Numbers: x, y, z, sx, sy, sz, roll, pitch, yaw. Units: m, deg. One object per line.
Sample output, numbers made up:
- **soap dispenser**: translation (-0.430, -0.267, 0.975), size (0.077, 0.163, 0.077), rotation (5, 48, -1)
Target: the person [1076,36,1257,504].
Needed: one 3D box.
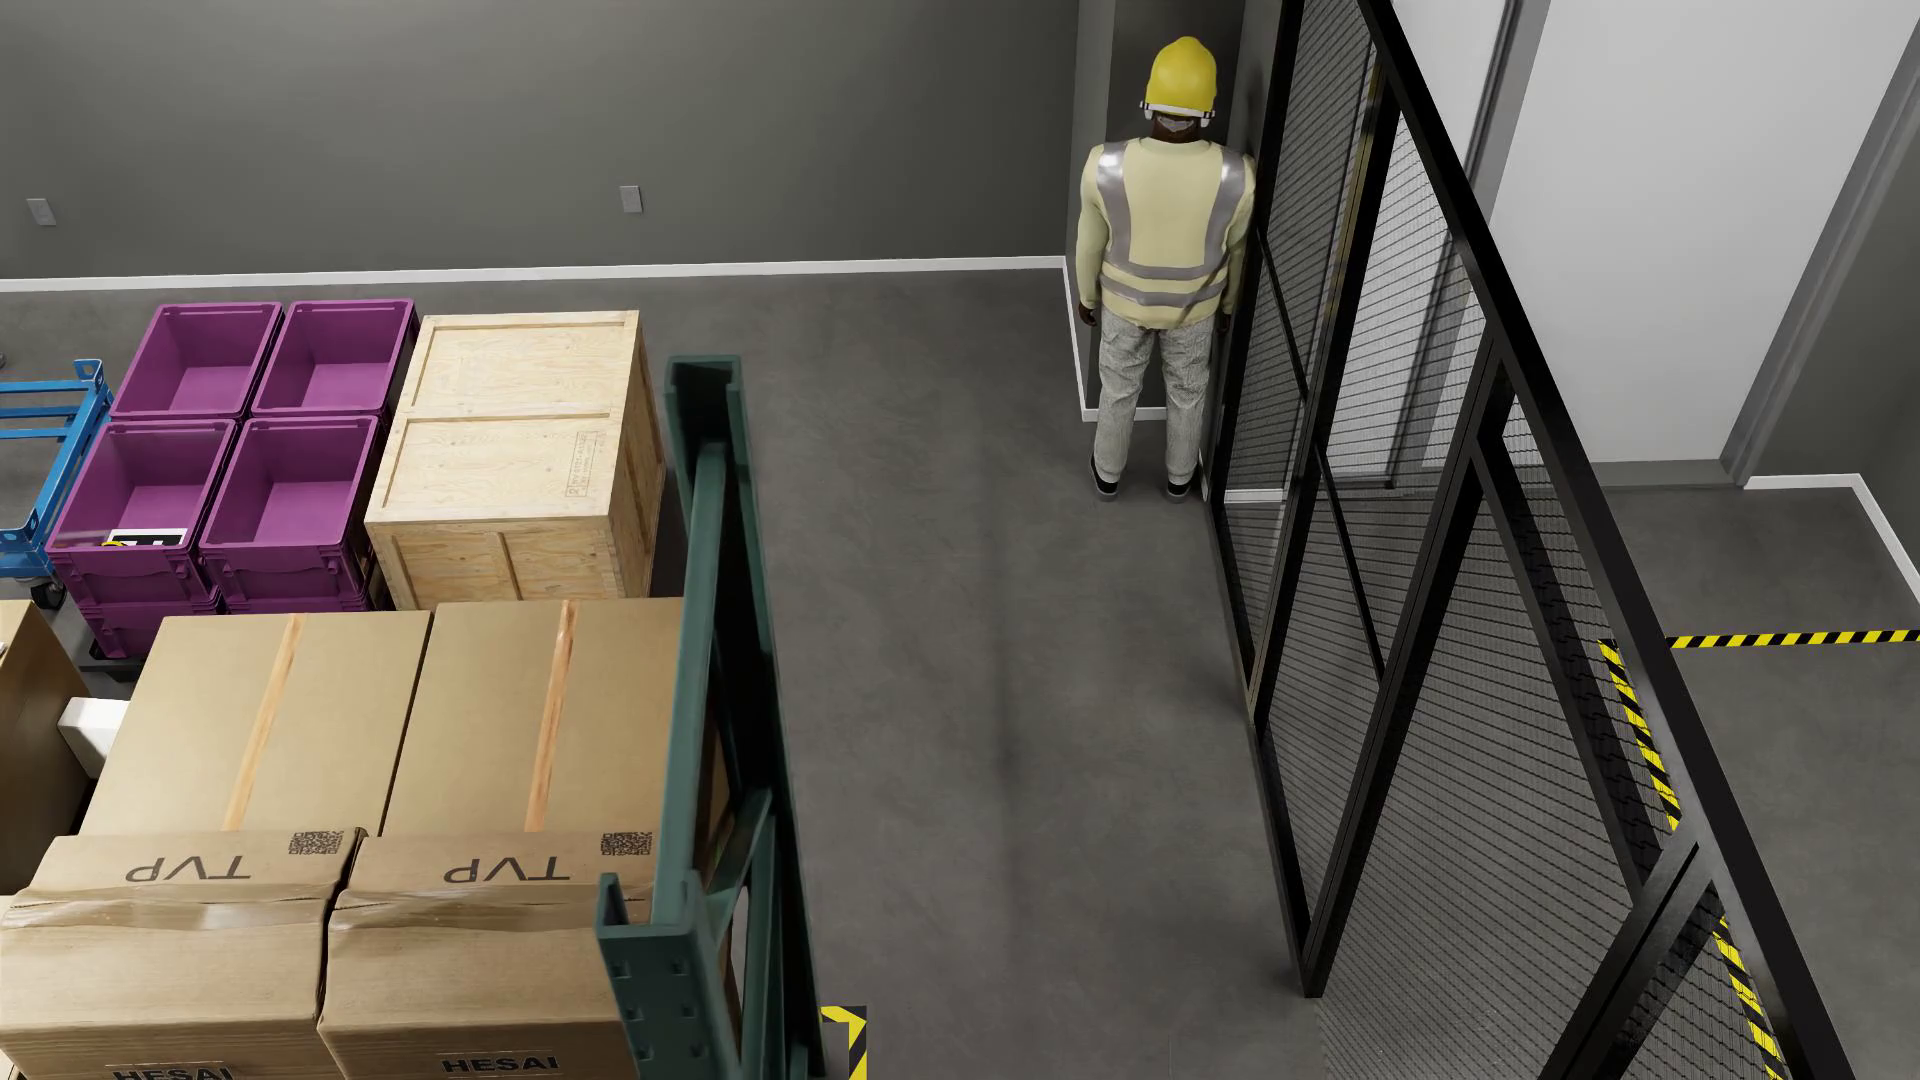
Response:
- **person**: translation (0.682, -0.853, 5.643), size (0.590, 1.833, 0.404), rotation (4, 46, 3)

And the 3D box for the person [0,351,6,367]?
- **person**: translation (-4.037, -1.266, 5.965), size (0.372, 1.940, 0.629), rotation (-3, 46, -3)
